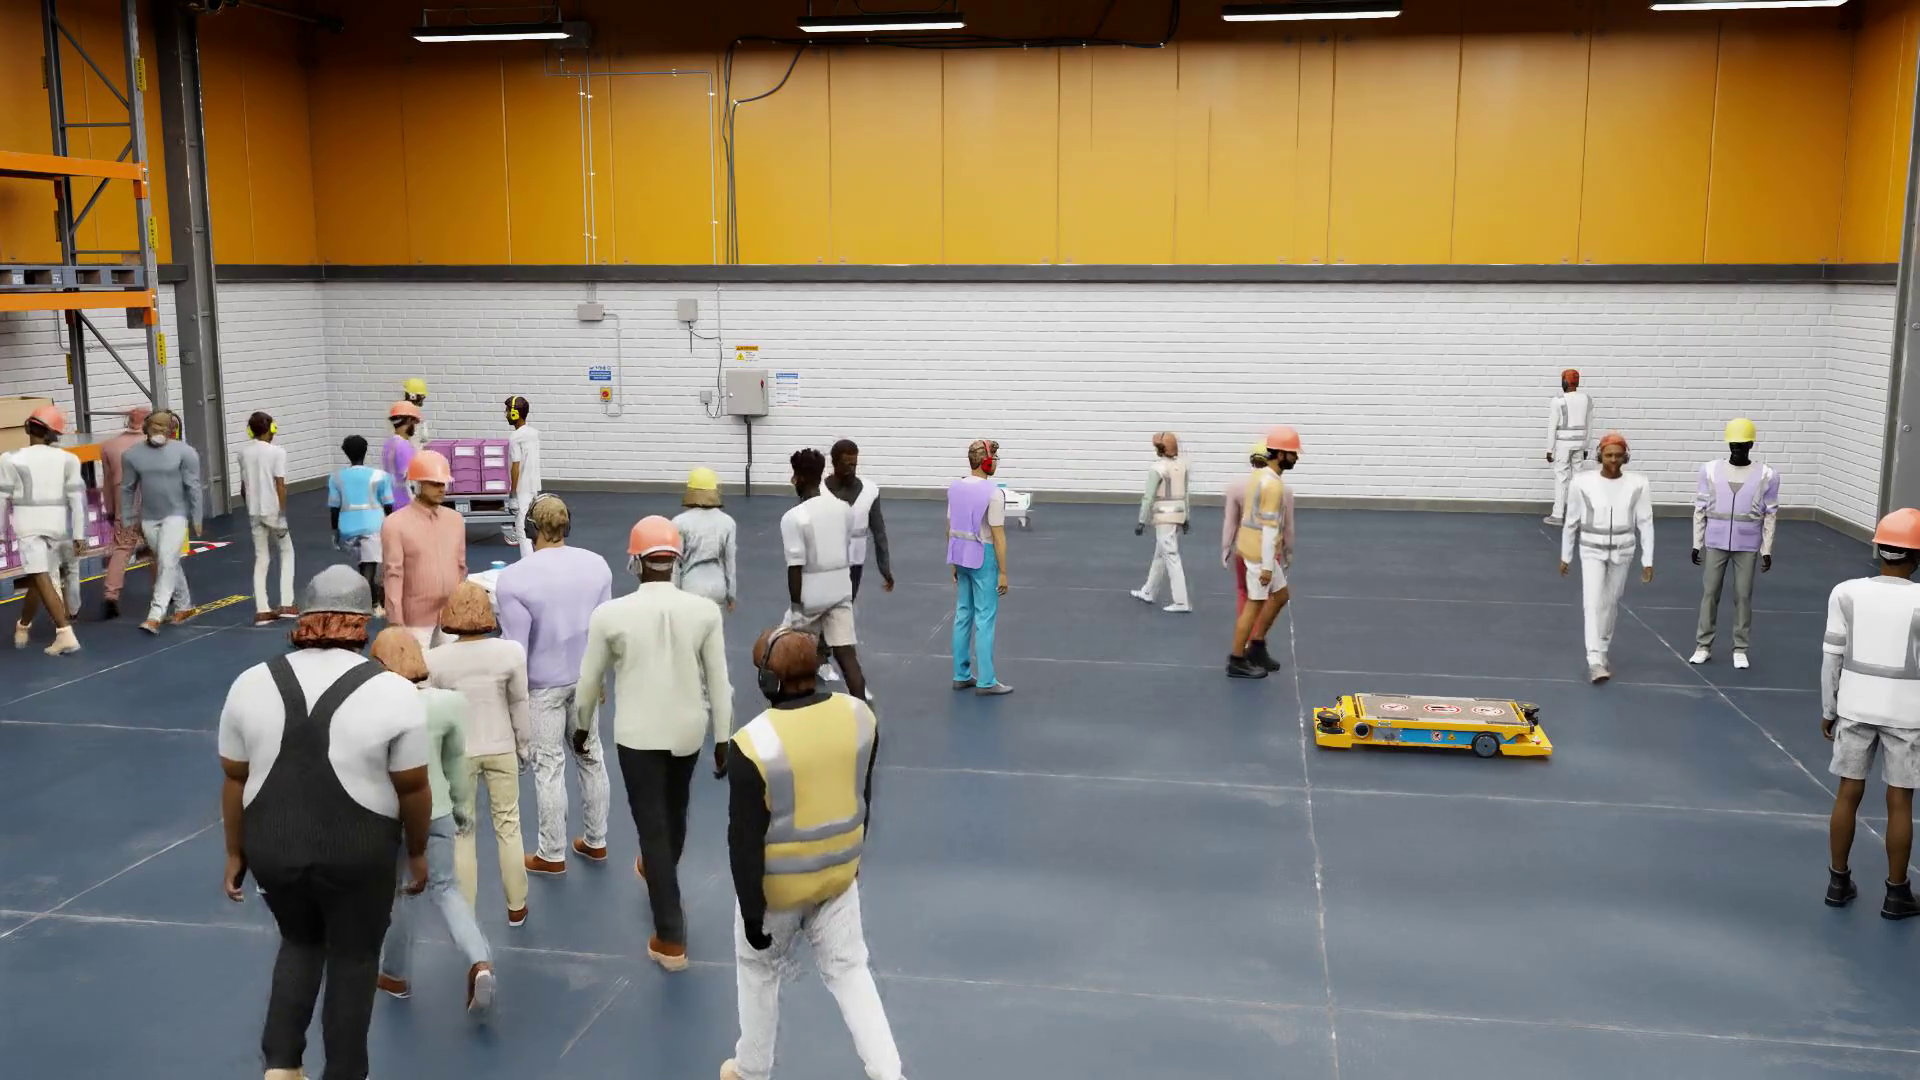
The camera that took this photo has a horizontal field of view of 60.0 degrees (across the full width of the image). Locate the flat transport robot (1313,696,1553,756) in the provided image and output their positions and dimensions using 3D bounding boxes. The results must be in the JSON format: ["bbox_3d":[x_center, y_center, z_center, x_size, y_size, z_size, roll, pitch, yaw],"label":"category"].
[{"bbox_3d":[3.023,1.179,10.728,1.431,0.197,0.652,2,9,10],"label":"flat transport robot"}]

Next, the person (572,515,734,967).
[{"bbox_3d":[-1.405,0.858,7.552,0.622,1.935,1.037,-5,11,-30],"label":"person"}]

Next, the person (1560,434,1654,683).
[{"bbox_3d":[4.845,0.127,12.442,0.622,1.830,0.991,2,9,12],"label":"person"}]

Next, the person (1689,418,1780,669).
[{"bbox_3d":[5.933,0.024,12.769,0.585,1.929,0.370,5,11,30],"label":"person"}]

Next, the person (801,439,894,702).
[{"bbox_3d":[-0.857,0.184,12.026,0.609,1.858,1.036,-5,11,-30],"label":"person"}]

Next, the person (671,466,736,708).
[{"bbox_3d":[-1.716,0.360,11.331,0.493,1.718,0.697,-7,12,-39],"label":"person"}]

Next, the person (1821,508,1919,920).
[{"bbox_3d":[4.373,0.810,7.861,0.376,1.935,0.550,-9,13,-44],"label":"person"}]

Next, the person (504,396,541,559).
[{"bbox_3d":[-4.169,-0.445,15.895,0.314,1.859,0.511,2,9,12],"label":"person"}]

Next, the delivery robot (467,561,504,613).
[{"bbox_3d":[-3.947,0.426,14.229,0.477,0.478,0.707,-7,11,-37],"label":"delivery robot"}]

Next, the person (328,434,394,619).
[{"bbox_3d":[-5.130,-0.071,14.207,0.528,1.652,0.853,0,9,2],"label":"person"}]

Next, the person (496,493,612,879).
[{"bbox_3d":[-2.027,0.730,8.354,0.629,1.940,0.378,-9,13,-44],"label":"person"}]

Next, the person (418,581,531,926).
[{"bbox_3d":[-2.220,0.997,7.642,0.498,1.634,0.280,-4,10,-24],"label":"person"}]

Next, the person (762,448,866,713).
[{"bbox_3d":[-0.910,0.358,10.764,0.590,1.914,0.983,-8,12,-41],"label":"person"}]

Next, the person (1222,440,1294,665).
[{"bbox_3d":[2.356,0.075,13.036,0.536,1.729,0.777,3,10,20],"label":"person"}]

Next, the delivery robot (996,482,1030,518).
[{"bbox_3d":[0.478,-0.438,19.590,0.707,0.478,0.477,1,9,4],"label":"delivery robot"}]

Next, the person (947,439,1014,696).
[{"bbox_3d":[0.118,0.199,11.944,0.373,1.840,0.569,-8,12,-39],"label":"person"}]

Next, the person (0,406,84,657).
[{"bbox_3d":[-7.334,-0.077,13.288,1.016,1.969,0.641,6,11,31],"label":"person"}]

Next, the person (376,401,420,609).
[{"bbox_3d":[-4.946,-0.262,14.661,0.490,1.904,0.620,-5,10,-29],"label":"person"}]

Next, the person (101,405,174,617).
[{"bbox_3d":[-7.336,-0.270,14.813,0.673,1.863,0.972,0,9,3],"label":"person"}]

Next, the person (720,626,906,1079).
[{"bbox_3d":[-0.523,1.197,5.856,0.626,1.812,0.882,-7,12,-37],"label":"person"}]

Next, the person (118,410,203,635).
[{"bbox_3d":[-6.749,-0.143,13.957,0.662,1.870,0.985,1,9,3],"label":"person"}]

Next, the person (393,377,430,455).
[{"bbox_3d":[-6.488,-1.027,19.719,0.473,1.801,0.621,-3,10,-19],"label":"person"}]

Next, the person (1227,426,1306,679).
[{"bbox_3d":[2.274,0.102,12.393,0.561,1.902,0.561,0,9,2],"label":"person"}]

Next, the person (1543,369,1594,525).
[{"bbox_3d":[7.303,-1.110,19.960,0.577,1.879,0.344,-2,9,-11],"label":"person"}]

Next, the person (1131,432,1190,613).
[{"bbox_3d":[1.775,-0.166,14.922,0.795,1.601,0.538,8,12,42],"label":"person"}]

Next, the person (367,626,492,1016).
[{"bbox_3d":[-2.203,1.153,6.785,0.508,1.606,0.745,-8,12,-41],"label":"person"}]

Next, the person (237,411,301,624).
[{"bbox_3d":[-6.038,-0.195,14.446,0.549,1.820,0.582,2,9,11],"label":"person"}]

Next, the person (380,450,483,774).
[{"bbox_3d":[-3.272,0.427,10.136,0.867,1.971,0.624,7,12,37],"label":"person"}]

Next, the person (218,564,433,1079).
[{"bbox_3d":[-2.222,1.071,5.924,0.722,2.000,0.544,0,9,-1],"label":"person"}]

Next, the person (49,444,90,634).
[{"bbox_3d":[-7.649,-0.021,14.091,0.502,1.585,0.858,-5,10,-29],"label":"person"}]
